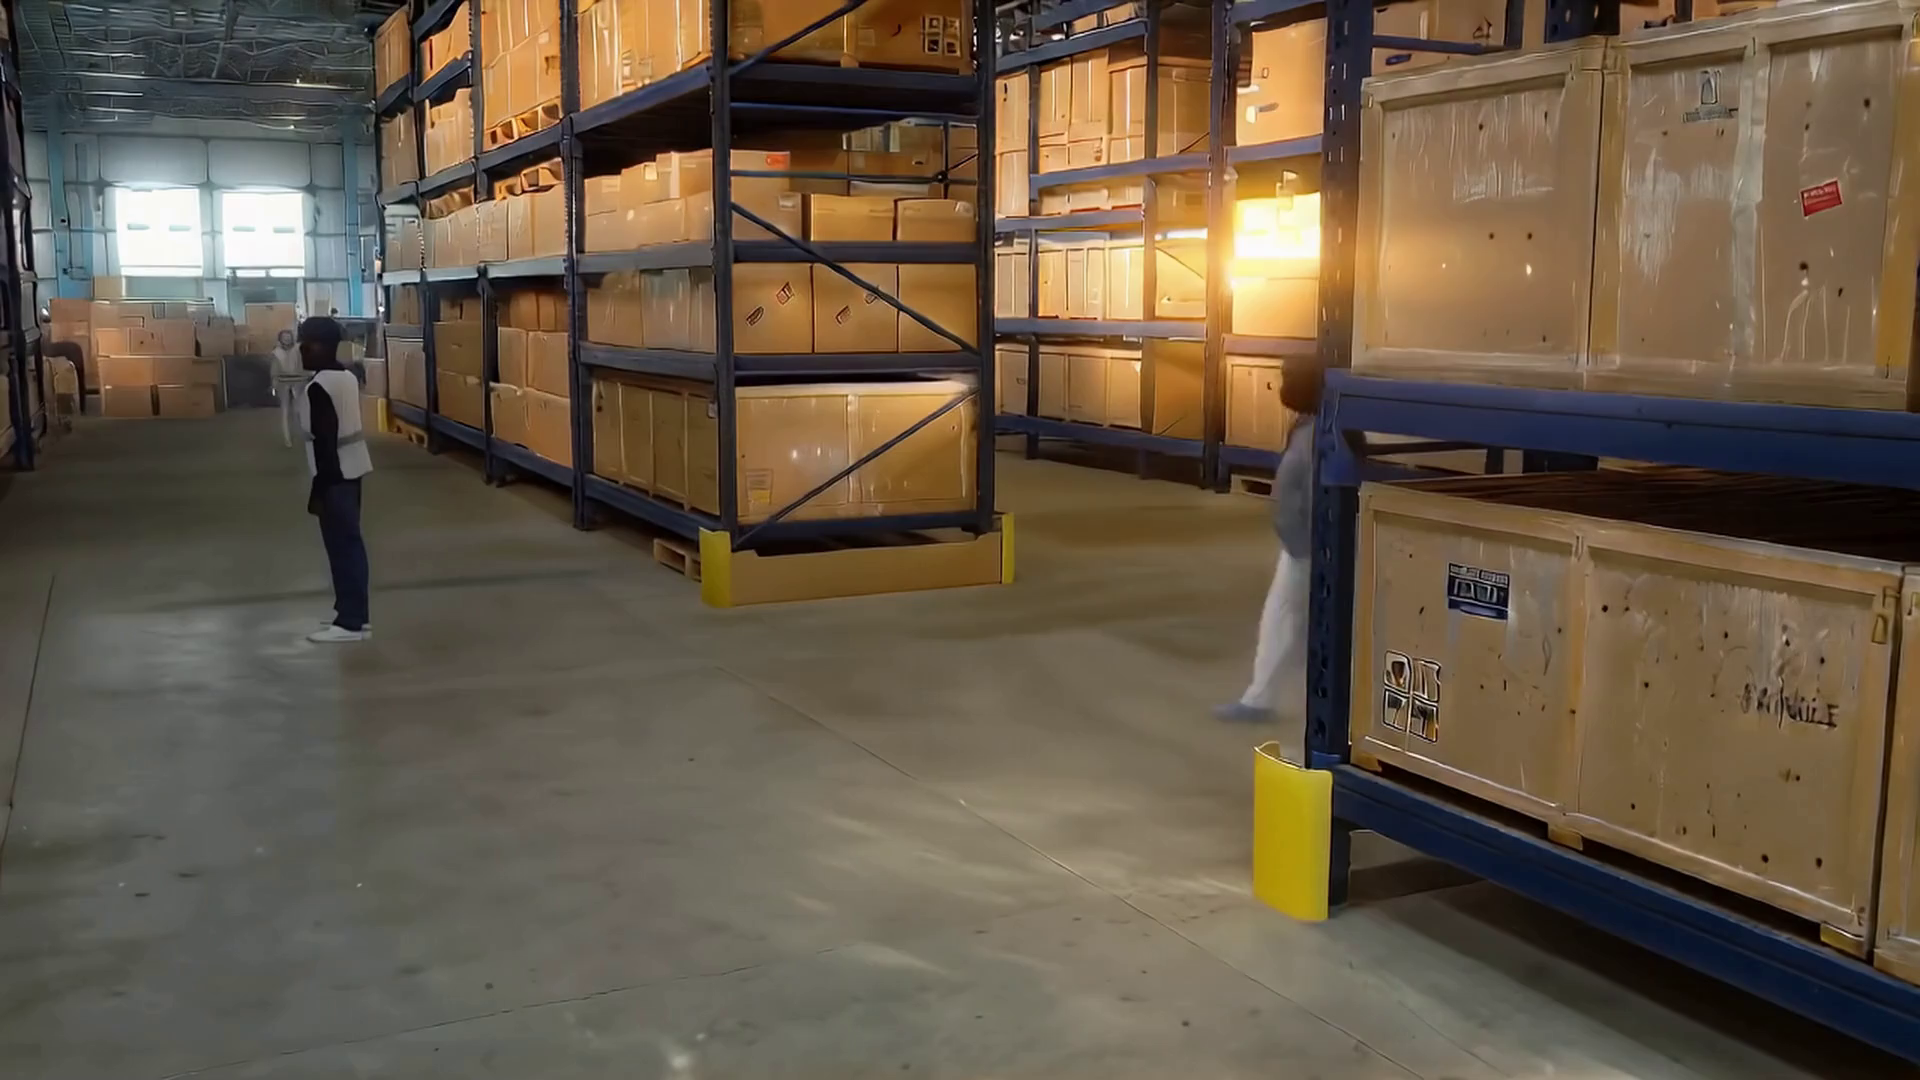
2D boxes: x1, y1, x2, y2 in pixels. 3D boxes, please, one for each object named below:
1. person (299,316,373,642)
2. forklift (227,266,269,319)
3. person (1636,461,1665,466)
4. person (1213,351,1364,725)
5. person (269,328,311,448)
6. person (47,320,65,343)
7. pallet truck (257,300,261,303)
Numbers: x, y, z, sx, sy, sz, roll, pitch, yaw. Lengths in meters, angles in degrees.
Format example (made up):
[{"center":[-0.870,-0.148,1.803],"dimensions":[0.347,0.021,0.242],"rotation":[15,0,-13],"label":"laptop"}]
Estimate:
[{"center":[-3.692,-0.356,9.837],"dimensions":[0.390,1.920,0.587],"rotation":[-1,8,-6],"label":"person"},{"center":[-17.554,-5.381,41.192],"dimensions":[1.129,2.768,1.873],"rotation":[-4,9,-26],"label":"forklift"},{"center":[5.226,-0.586,12.407],"dimensions":[0.285,1.633,0.500],"rotation":[-4,9,-24],"label":"person"},{"center":[1.743,0.015,7.748],"dimensions":[0.986,1.797,0.634],"rotation":[0,8,0],"label":"person"},{"center":[-9.102,-2.065,22.618],"dimensions":[0.532,1.624,0.456],"rotation":[-3,9,-19],"label":"person"},{"center":[-27.959,-6.244,51.492],"dimensions":[0.529,1.605,0.736],"rotation":[-4,9,-23],"label":"person"},{"center":[-23.913,-7.404,58.171],"dimensions":[1.885,1.965,0.823],"rotation":[-1,8,-9],"label":"pallet truck"}]
